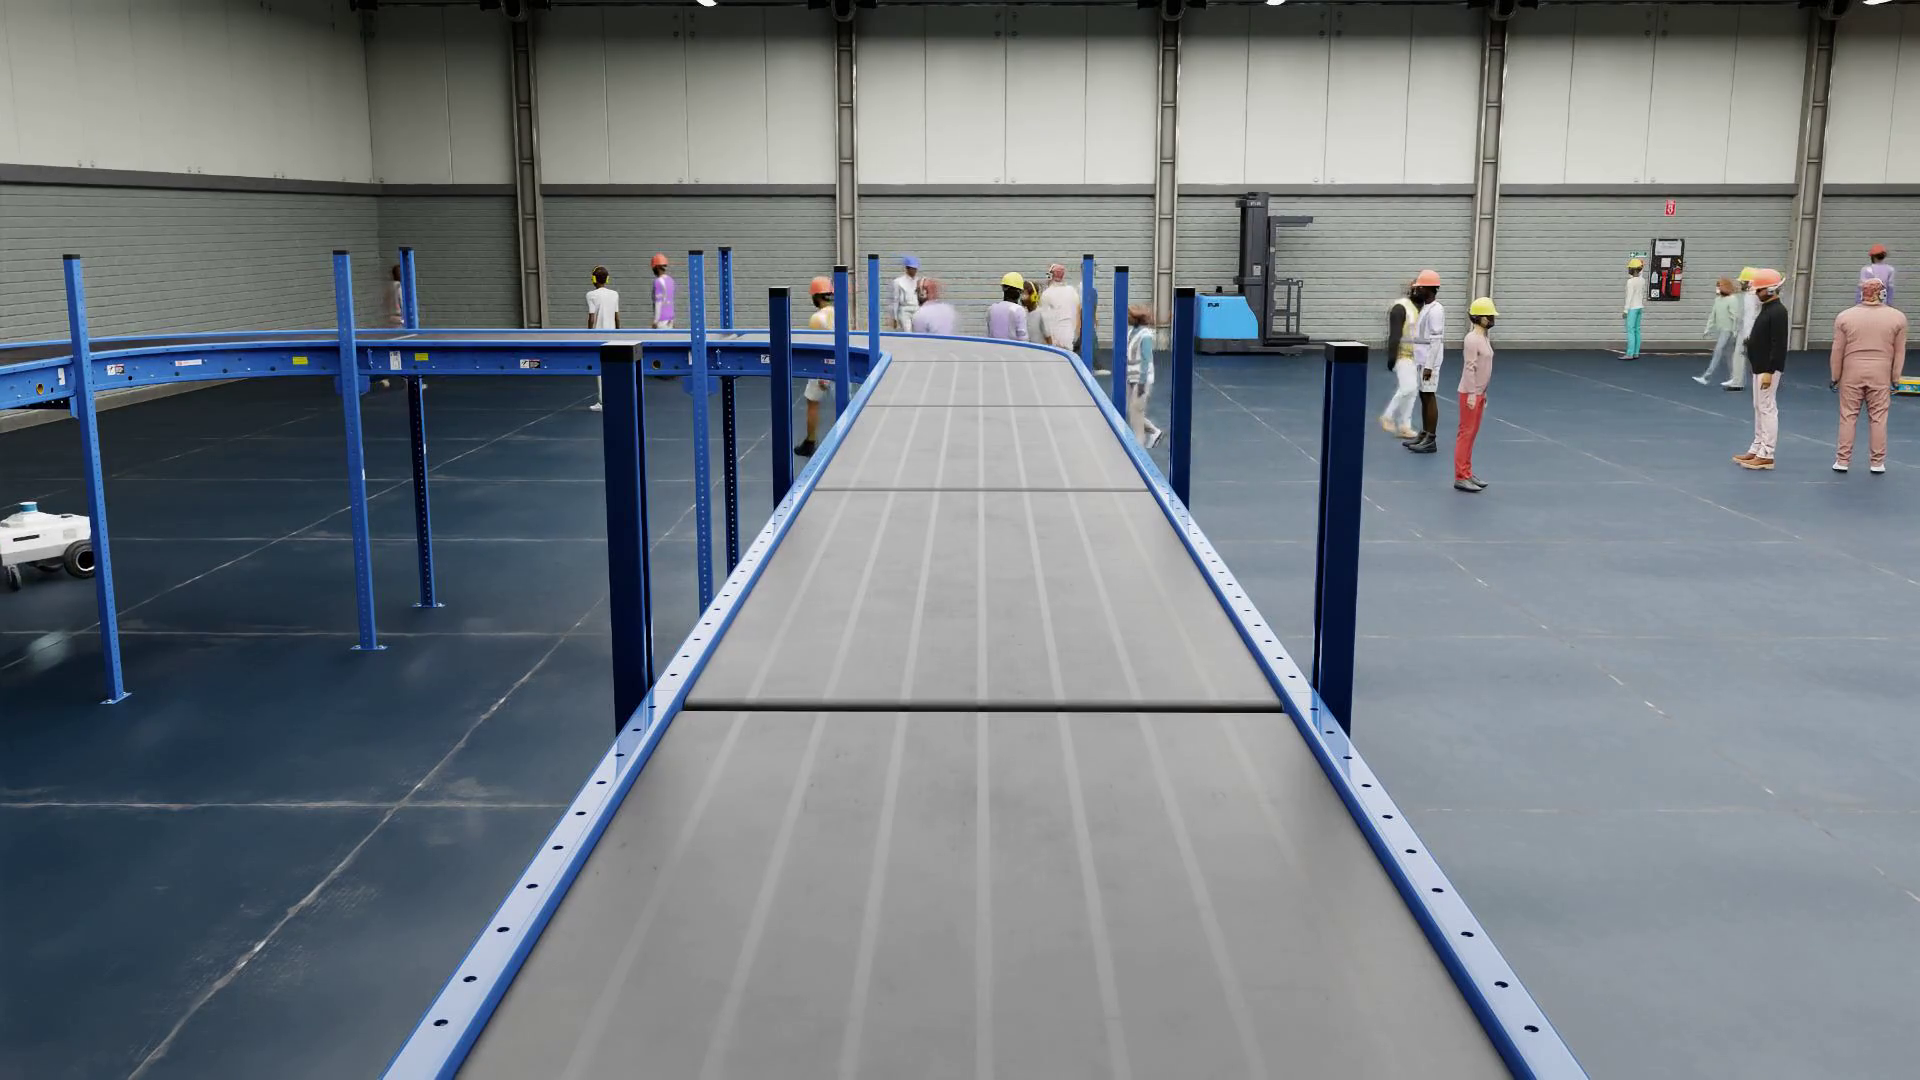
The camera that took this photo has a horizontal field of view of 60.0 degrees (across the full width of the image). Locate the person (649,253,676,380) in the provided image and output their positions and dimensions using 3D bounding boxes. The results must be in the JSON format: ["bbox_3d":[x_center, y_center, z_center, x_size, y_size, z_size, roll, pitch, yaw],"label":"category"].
[{"bbox_3d":[-4.622,-3.458,25.765,0.371,1.936,0.549,3,11,16],"label":"person"}]

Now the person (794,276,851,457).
[{"bbox_3d":[-1.328,-1.795,17.339,0.982,1.904,0.539,9,14,39],"label":"person"}]

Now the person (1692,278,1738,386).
[{"bbox_3d":[11.271,-3.085,24.720,0.822,1.586,0.523,-1,11,-3],"label":"person"}]

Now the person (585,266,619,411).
[{"bbox_3d":[-4.648,-2.616,21.628,0.311,1.864,0.532,10,15,41],"label":"person"}]

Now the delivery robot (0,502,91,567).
[{"bbox_3d":[-6.439,-0.021,11.532,0.477,0.478,0.707,7,13,32],"label":"delivery robot"}]

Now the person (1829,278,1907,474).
[{"bbox_3d":[8.904,-1.610,16.358,0.643,1.905,0.400,5,12,25],"label":"person"}]

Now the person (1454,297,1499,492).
[{"bbox_3d":[4.771,-1.349,15.363,0.316,1.769,0.523,6,13,28],"label":"person"}]

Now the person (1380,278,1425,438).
[{"bbox_3d":[5.128,-2.067,18.914,0.653,1.823,0.431,-8,13,-34],"label":"person"}]

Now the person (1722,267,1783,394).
[{"bbox_3d":[11.267,-2.957,23.546,0.707,1.806,0.605,10,15,43],"label":"person"}]

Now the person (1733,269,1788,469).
[{"bbox_3d":[8.064,-1.718,16.696,0.394,1.985,0.609,3,11,15],"label":"person"}]

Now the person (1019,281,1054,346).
[{"bbox_3d":[0.941,-1.927,18.226,0.868,1.827,0.548,-5,12,-23],"label":"person"}]

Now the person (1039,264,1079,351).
[{"bbox_3d":[1.212,-2.559,21.218,0.637,1.911,0.403,-10,15,-43],"label":"person"}]

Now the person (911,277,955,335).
[{"bbox_3d":[-0.278,-1.793,17.353,0.515,1.890,0.646,7,13,31],"label":"person"}]

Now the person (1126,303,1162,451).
[{"bbox_3d":[1.890,-1.636,17.197,0.445,1.619,0.521,-3,11,-17],"label":"person"}]

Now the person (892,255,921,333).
[{"bbox_3d":[-0.796,-3.544,26.282,0.619,1.911,0.956,-7,13,-32],"label":"person"}]

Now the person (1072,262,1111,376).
[{"bbox_3d":[1.961,-3.536,26.501,0.912,1.817,0.528,5,12,23],"label":"person"}]

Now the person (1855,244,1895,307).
[{"bbox_3d":[16.501,-4.325,30.024,0.626,2.037,0.727,-1,11,-4],"label":"person"}]

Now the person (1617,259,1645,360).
[{"bbox_3d":[11.832,-4.054,29.266,0.524,1.769,0.308,-10,15,-42],"label":"person"}]

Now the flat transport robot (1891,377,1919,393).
[{"bbox_3d":[13.591,-2.205,23.726,1.431,0.197,0.652,10,15,43],"label":"flat transport robot"}]

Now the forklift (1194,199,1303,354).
[{"bbox_3d":[5.313,-4.851,30.603,1.873,2.768,1.129,0,11,1],"label":"forklift"}]

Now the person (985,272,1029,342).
[{"bbox_3d":[0.529,-1.873,17.672,0.380,1.917,0.586,-10,15,-42],"label":"person"}]

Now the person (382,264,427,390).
[{"bbox_3d":[-8.090,-3.058,23.997,0.661,1.825,0.638,-7,13,-33],"label":"person"}]

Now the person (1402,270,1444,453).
[{"bbox_3d":[4.995,-1.921,17.860,0.362,1.939,0.543,1,11,5],"label":"person"}]
